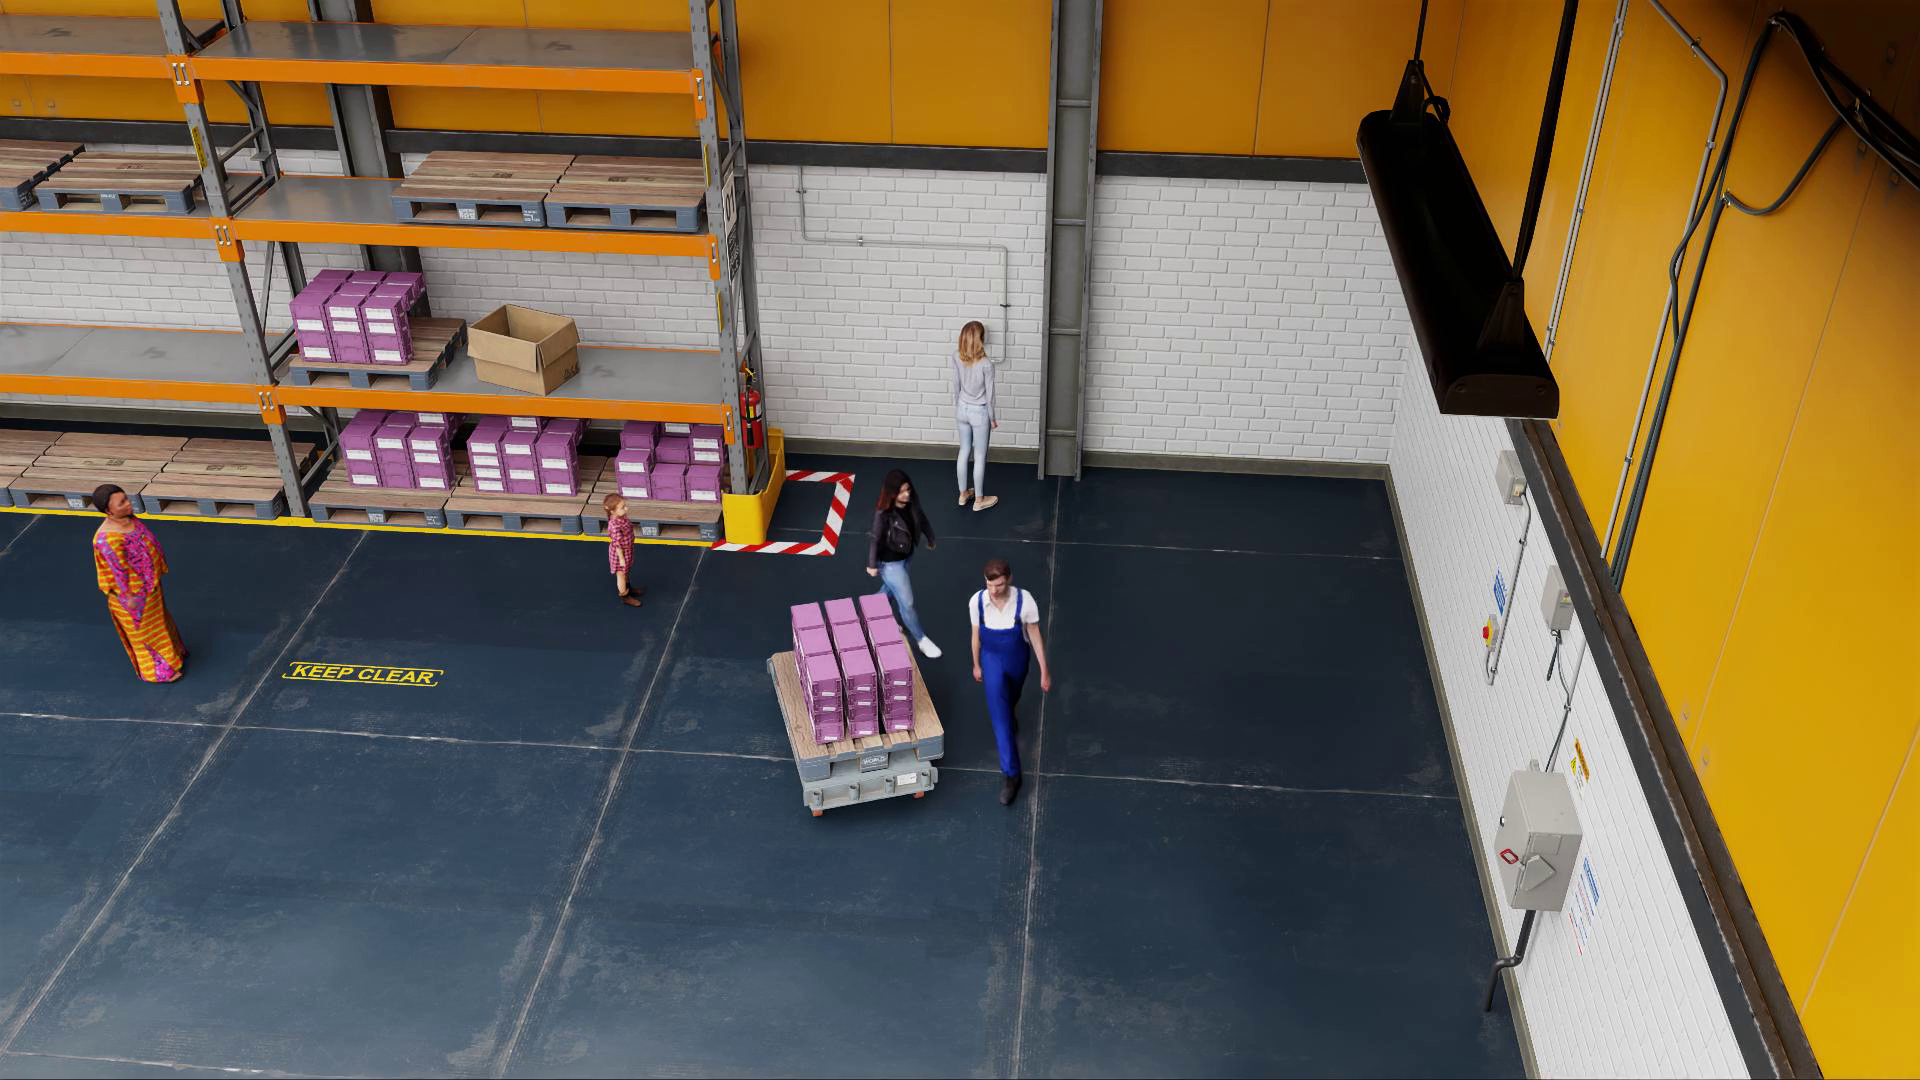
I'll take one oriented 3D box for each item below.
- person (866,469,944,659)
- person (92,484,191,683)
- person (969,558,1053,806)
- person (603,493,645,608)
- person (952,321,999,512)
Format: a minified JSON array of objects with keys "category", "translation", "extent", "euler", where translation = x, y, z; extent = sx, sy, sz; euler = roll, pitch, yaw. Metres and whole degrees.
[{"category":"person","translation":[-0.547,0.130,12.781],"extent":[1.155,1.606,1.046],"euler":[20,38,27]},{"category":"person","translation":[-6.169,0.287,12.473],"extent":[0.724,1.686,0.706],"euler":[-4,34,-6]},{"category":"person","translation":[0.320,0.819,11.577],"extent":[1.242,1.791,0.817],"euler":[0,34,-1]},{"category":"person","translation":[-2.730,0.062,13.411],"extent":[0.452,1.022,0.435],"euler":[0,34,1]},{"category":"person","translation":[0.120,-1.083,14.435],"extent":[0.628,1.796,0.729],"euler":[24,40,31]}]
